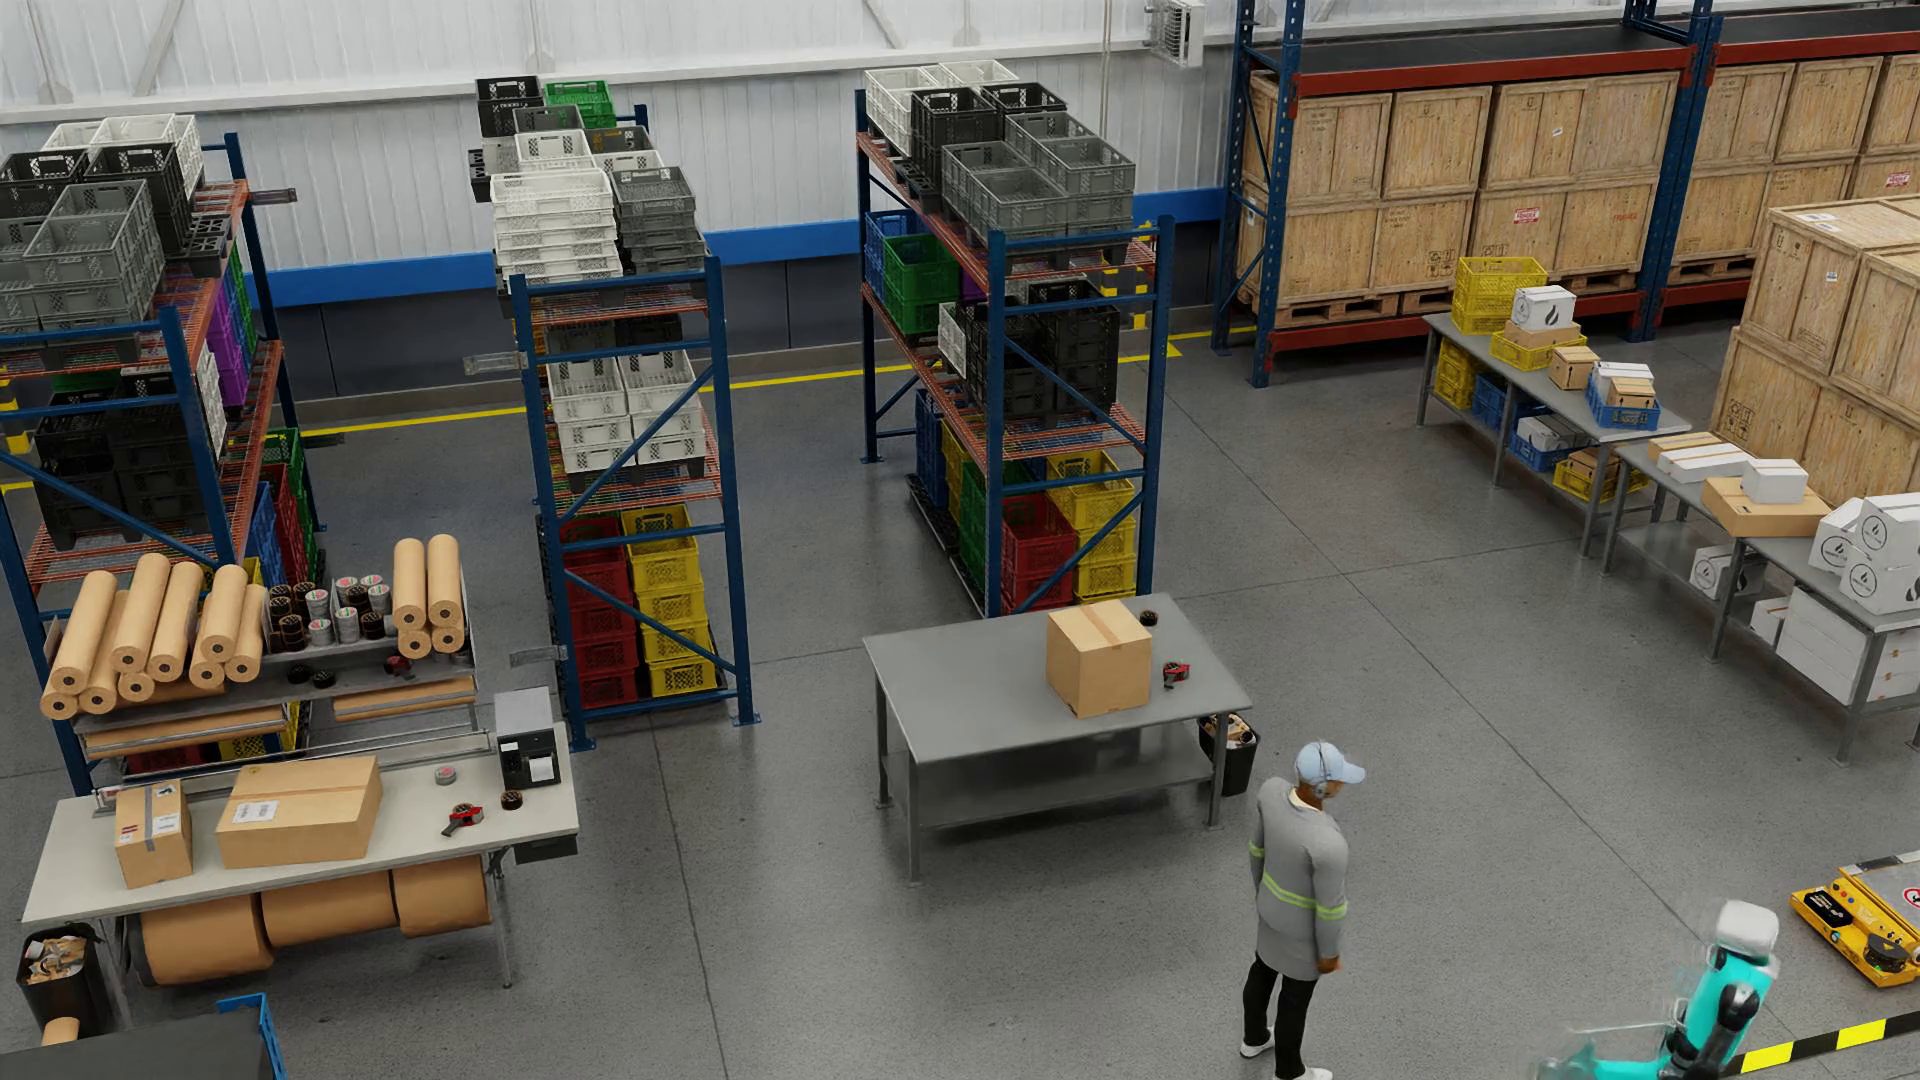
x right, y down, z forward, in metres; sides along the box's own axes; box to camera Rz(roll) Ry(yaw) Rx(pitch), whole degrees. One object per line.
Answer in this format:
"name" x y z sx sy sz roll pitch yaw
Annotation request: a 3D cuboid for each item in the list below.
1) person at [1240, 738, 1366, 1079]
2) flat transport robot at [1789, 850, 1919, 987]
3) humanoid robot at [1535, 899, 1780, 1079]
"person" 1.525 1.674 7.474 0.395 1.850 0.589 -12 31 -21
"flat transport robot" 5.163 1.916 8.676 1.431 0.231 0.659 -8 30 -14
"humanoid robot" 2.665 2.129 6.827 1.024 1.773 0.544 13 32 23
